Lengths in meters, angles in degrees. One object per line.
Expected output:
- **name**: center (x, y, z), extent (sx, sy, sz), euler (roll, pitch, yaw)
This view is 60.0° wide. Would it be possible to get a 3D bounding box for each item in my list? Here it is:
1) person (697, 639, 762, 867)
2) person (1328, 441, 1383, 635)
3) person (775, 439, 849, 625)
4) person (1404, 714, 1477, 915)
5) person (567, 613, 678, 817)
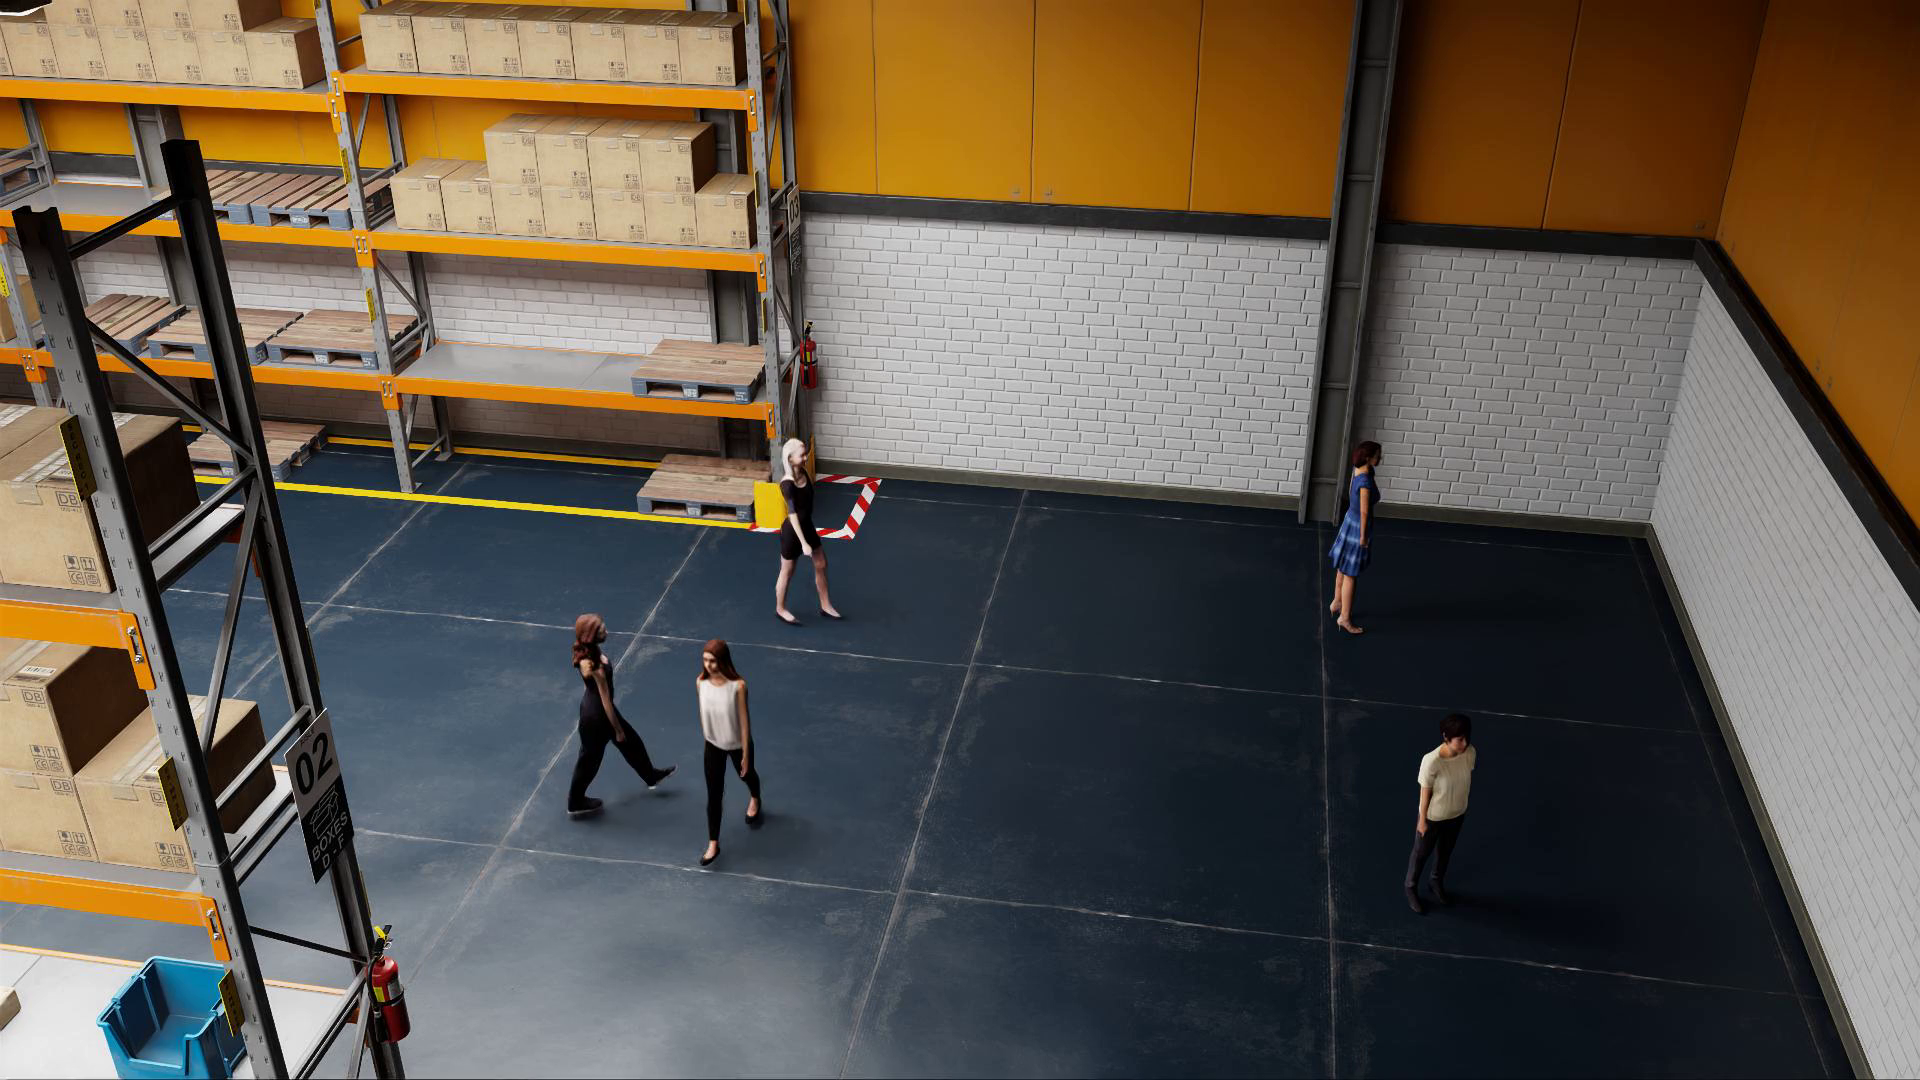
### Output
- **person**: center (-1.618, 1.431, 11.955), extent (1.028, 1.683, 0.723), euler (8, 30, 15)
- **person**: center (3.477, -0.043, 14.529), extent (0.628, 1.805, 0.702), euler (0, 29, 0)
- **person**: center (-1.510, -0.051, 14.538), extent (0.912, 1.809, 0.684), euler (10, 30, 18)
- **person**: center (3.272, 1.840, 11.308), extent (0.603, 1.584, 0.711), euler (-12, 31, -21)
- **person**: center (-2.734, 1.319, 12.137), extent (1.164, 1.703, 0.961), euler (-12, 31, -20)
